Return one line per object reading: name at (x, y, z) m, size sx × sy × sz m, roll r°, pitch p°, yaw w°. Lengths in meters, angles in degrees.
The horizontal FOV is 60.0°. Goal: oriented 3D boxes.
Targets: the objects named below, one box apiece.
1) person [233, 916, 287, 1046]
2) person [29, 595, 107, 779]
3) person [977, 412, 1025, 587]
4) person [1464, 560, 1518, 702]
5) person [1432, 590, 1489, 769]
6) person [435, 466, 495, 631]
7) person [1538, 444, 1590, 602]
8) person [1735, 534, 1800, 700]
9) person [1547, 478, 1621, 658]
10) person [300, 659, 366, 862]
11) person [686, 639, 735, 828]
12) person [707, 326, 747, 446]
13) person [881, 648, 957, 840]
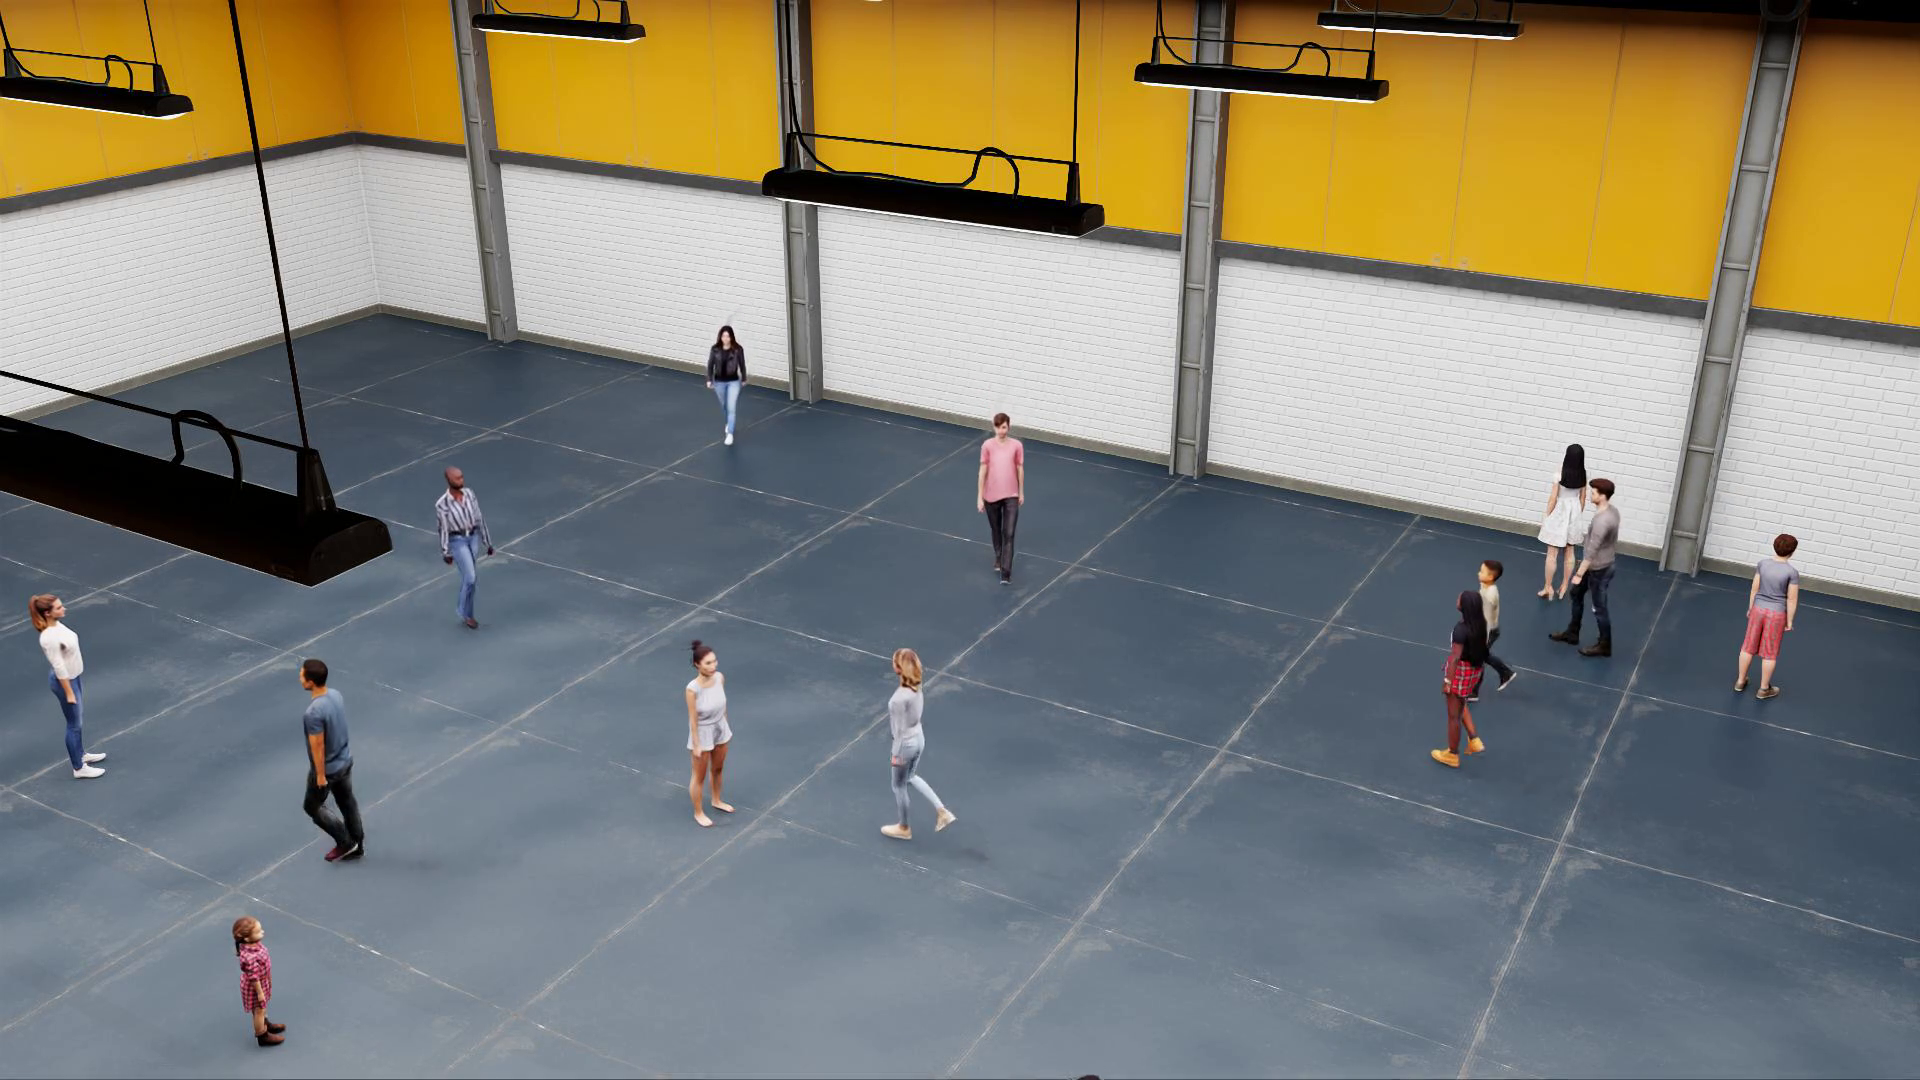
person at (-4.839, 3.015, 11.422) m, size 0.557 × 1.021 × 0.491 m, roll -9°, pitch 25°, yaw -20°
person at (-7.827, 1.260, 14.563) m, size 0.749 × 1.720 × 0.664 m, roll -9°, pitch 25°, yaw -20°
person at (0.460, -0.496, 18.347) m, size 1.240 × 1.907 × 1.089 m, roll 1°, pitch 24°, yaw 3°
person at (5.057, 0.871, 15.792) m, size 0.912 × 1.448 × 0.748 m, roll 3°, pitch 24°, yaw 6°
person at (4.491, 1.245, 14.598) m, size 0.705 × 1.720 × 0.782 m, roll -21°, pitch 31°, yaw -39°
person at (-5.204, 0.067, 17.219) m, size 0.661 × 1.779 × 0.637 m, roll 12°, pitch 26°, yaw 26°
person at (6.476, -0.197, 17.827) m, size 0.756 × 1.775 × 0.834 m, roll -3°, pitch 24°, yaw -6°
person at (7.728, 0.715, 15.896) m, size 0.708 × 1.650 × 0.562 m, roll -20°, pitch 31°, yaw -38°
person at (6.451, 0.301, 16.553) m, size 0.908 × 1.884 × 0.790 m, roll 9°, pitch 25°, yaw 19°
person at (-4.939, 1.780, 13.270) m, size 0.763 × 1.803 × 0.775 m, roll 2°, pitch 24°, yaw 5°
person at (-2.108, 1.602, 13.913) m, size 0.530 × 1.615 × 0.587 m, roll 17°, pitch 29°, yaw 33°
person at (-3.139, -2.119, 22.463) m, size 1.162 × 1.583 × 1.027 m, roll 2°, pitch 24°, yaw 5°
person at (-0.346, 1.705, 13.473) m, size 0.917 × 1.778 × 0.668 m, roll 9°, pitch 25°, yaw 20°
